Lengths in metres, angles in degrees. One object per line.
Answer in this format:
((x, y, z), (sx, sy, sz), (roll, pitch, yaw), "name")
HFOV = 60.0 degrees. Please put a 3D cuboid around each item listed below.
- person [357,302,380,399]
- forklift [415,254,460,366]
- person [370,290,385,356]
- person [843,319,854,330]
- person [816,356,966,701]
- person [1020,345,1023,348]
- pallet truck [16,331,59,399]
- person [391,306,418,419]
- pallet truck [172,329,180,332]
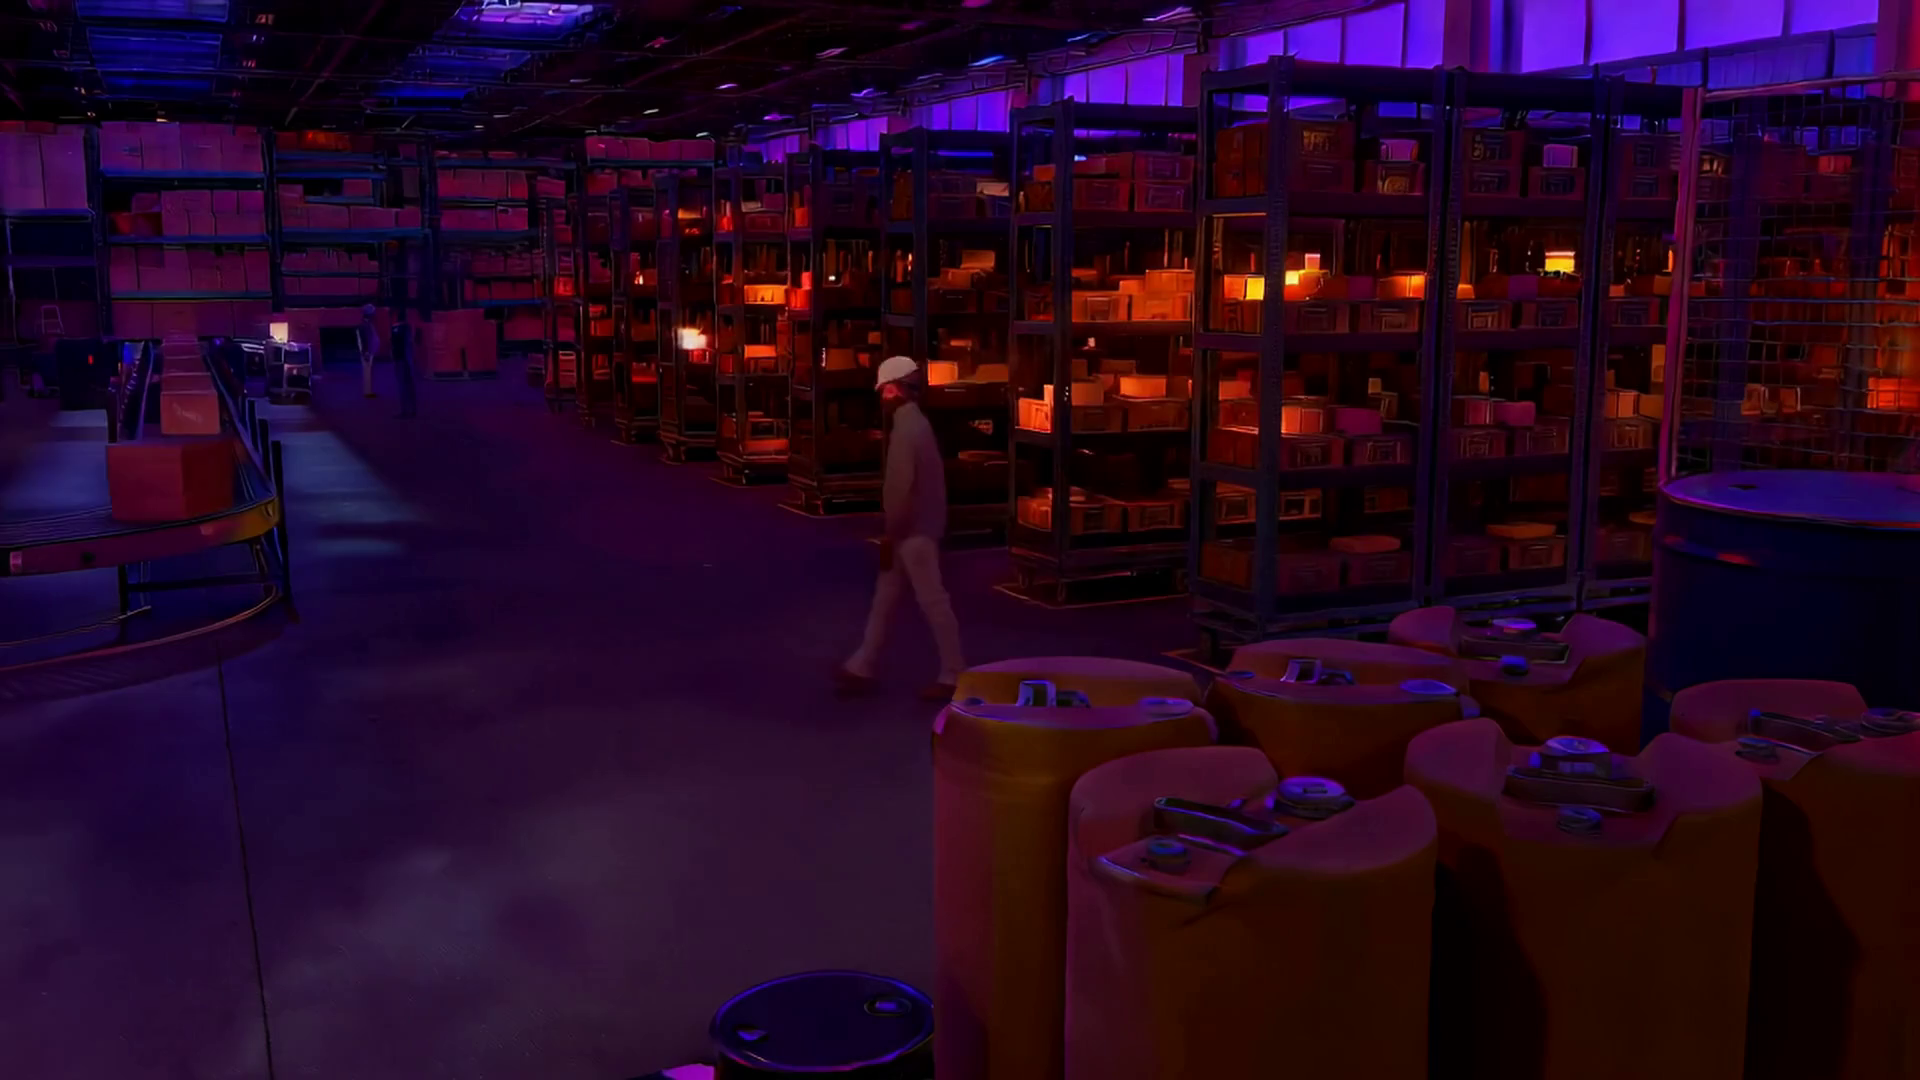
((-11.271, -3.611, 31.731), (0.403, 1.832, 0.594), (-2, 9, -14), "person")
((-12.534, -5.490, 40.147), (1.129, 2.768, 1.873), (-4, 10, -25), "forklift")
((-16.779, -6.221, 47.700), (0.402, 1.906, 0.652), (4, 10, 21), "person")
((-2.681, -4.634, 37.854), (0.643, 1.909, 0.410), (-8, 12, -40), "person")
((-0.389, -0.048, 9.289), (0.964, 1.927, 0.653), (1, 9, 4), "person")
((0.676, -1.966, 21.576), (0.641, 1.817, 0.596), (-5, 10, -26), "person")
((-17.082, -3.353, 31.781), (1.630, 1.274, 0.653), (-4, 10, -25), "pallet truck")
((-9.148, -2.919, 27.392), (0.563, 1.847, 0.389), (9, 13, 43), "person")
((-17.275, -3.851, 35.096), (1.601, 1.201, 0.680), (0, 9, 1), "pallet truck")
